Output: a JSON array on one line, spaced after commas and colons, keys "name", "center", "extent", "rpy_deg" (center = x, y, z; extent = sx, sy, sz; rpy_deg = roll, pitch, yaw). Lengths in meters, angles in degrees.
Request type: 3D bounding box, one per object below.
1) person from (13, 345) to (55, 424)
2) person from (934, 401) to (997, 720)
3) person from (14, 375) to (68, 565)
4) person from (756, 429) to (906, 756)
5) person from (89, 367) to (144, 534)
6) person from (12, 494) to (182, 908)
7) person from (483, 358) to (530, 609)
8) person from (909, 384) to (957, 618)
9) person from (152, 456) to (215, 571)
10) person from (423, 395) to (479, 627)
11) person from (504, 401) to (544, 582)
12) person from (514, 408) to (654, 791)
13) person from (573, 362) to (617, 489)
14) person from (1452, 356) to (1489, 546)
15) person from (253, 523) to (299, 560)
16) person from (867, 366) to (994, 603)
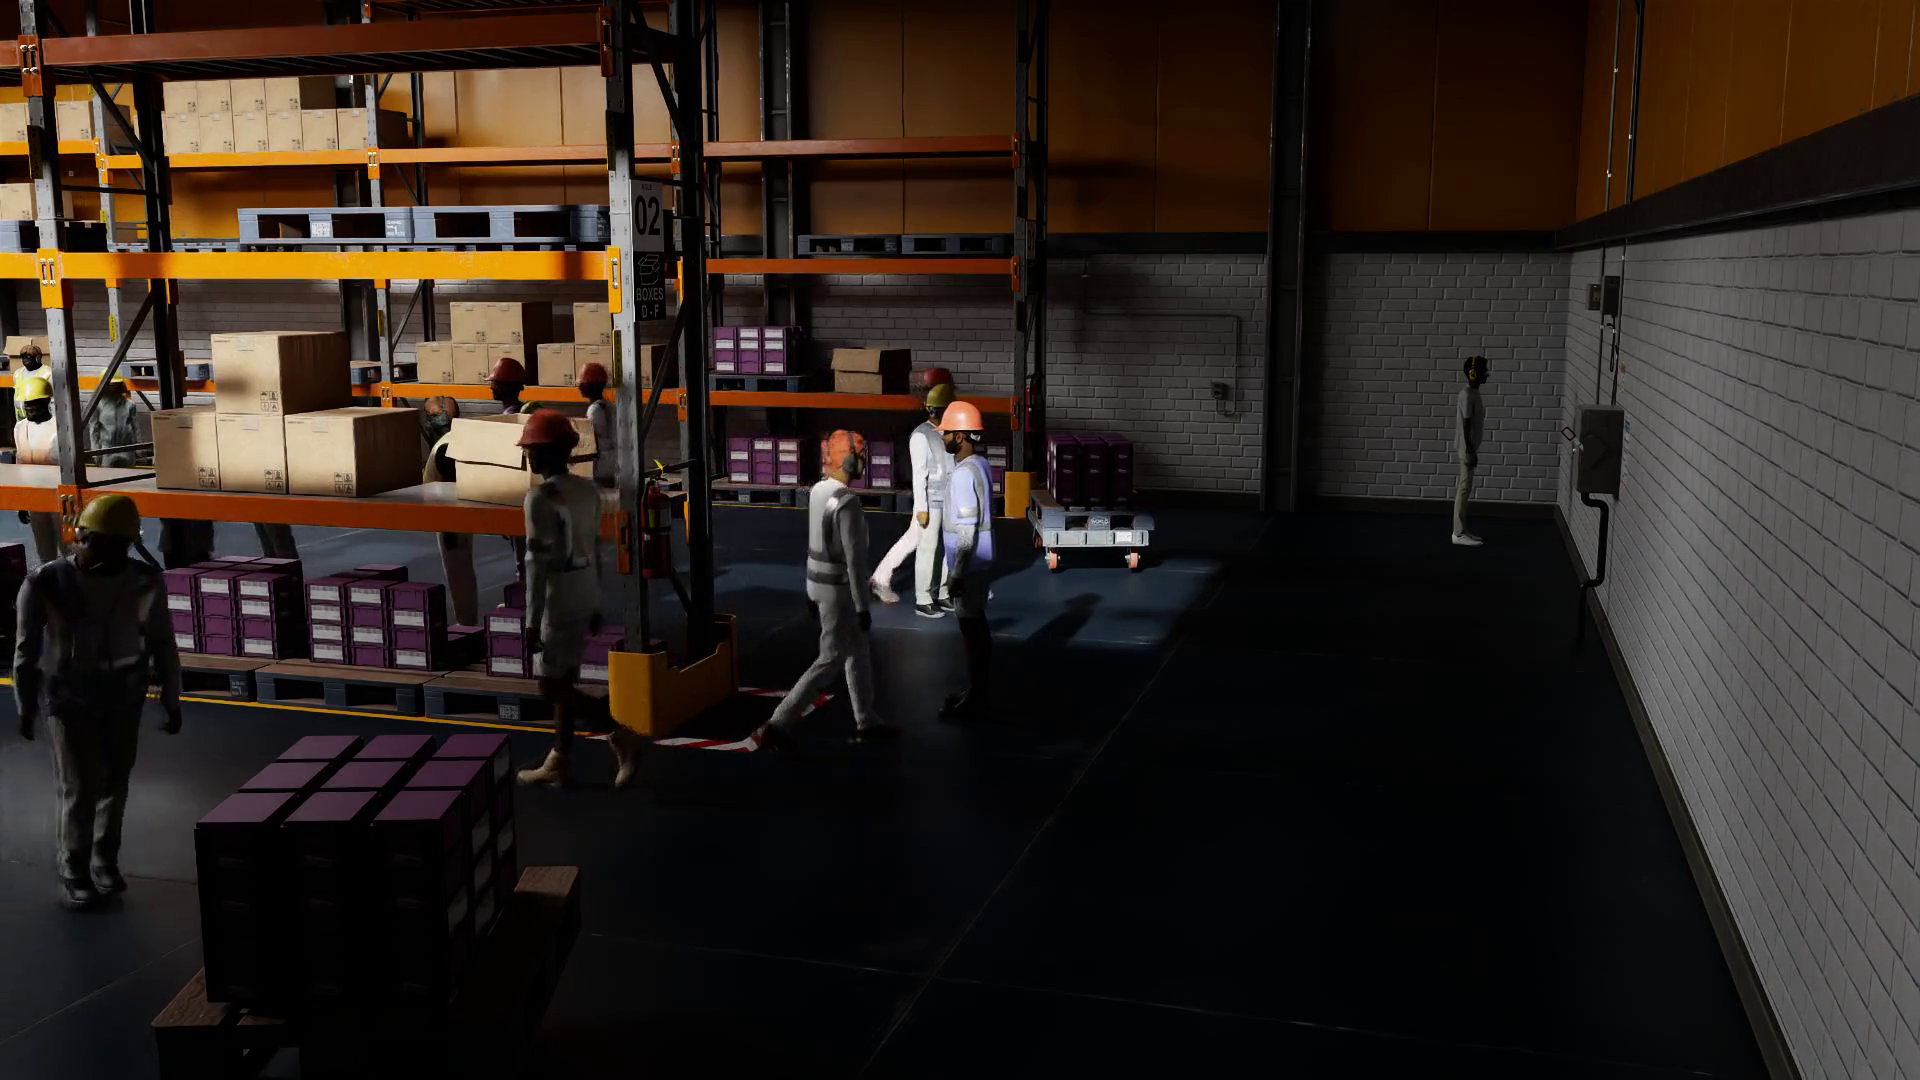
[{"name": "person", "center": [-10.935, -1.395, 19.715], "extent": [0.625, 1.837, 0.428], "rpy_deg": [3, 10, 16]}, {"name": "person", "center": [0.026, 0.126, 10.104], "extent": [0.376, 1.939, 0.547], "rpy_deg": [2, 10, 12]}, {"name": "person", "center": [-7.053, -0.315, 12.864], "extent": [0.588, 1.919, 0.395], "rpy_deg": [3, 10, 17]}, {"name": "person", "center": [-0.746, 0.298, 9.343], "extent": [0.891, 1.854, 0.582], "rpy_deg": [-4, 10, -21]}, {"name": "person", "center": [-8.569, -0.893, 16.911], "extent": [0.319, 1.742, 0.492], "rpy_deg": [7, 11, 35]}, {"name": "person", "center": [-3.704, 0.681, 7.165], "extent": [0.577, 1.787, 0.611], "rpy_deg": [9, 13, 43]}, {"name": "person", "center": [-3.480, -0.390, 12.924], "extent": [0.371, 2.046, 0.613], "rpy_deg": [-2, 9, -10]}, {"name": "person", "center": [-0.159, -0.314, 13.110], "extent": [0.403, 1.830, 0.601], "rpy_deg": [5, 11, 30]}, {"name": "person", "center": [-5.878, -0.176, 12.784], "extent": [0.606, 1.658, 0.541], "rpy_deg": [6, 11, 31]}, {"name": "person", "center": [-3.656, -0.121, 11.954], "extent": [0.430, 1.836, 0.629], "rpy_deg": [-2, 10, -13]}, {"name": "person", "center": [-3.109, -0.136, 12.226], "extent": [0.523, 1.769, 0.313], "rpy_deg": [-2, 10, -12]}, {"name": "person", "center": [-1.968, 0.334, 8.575], "extent": [0.734, 2.025, 0.619], "rpy_deg": [2, 10, 14]}, {"name": "person", "center": [-3.164, -0.637, 14.868], "extent": [0.884, 1.915, 0.546], "rpy_deg": [-1, 9, -9]}, {"name": "person", "center": [5.067, -0.886, 16.479], "extent": [0.328, 1.873, 0.517], "rpy_deg": [3, 10, 18]}, {"name": "person", "center": [-5.503, -0.386, 13.225], "extent": [0.376, 1.940, 0.629], "rpy_deg": [-9, 13, -43]}, {"name": "person", "center": [-0.279, -0.443, 13.573], "extent": [1.033, 1.952, 0.616], "rpy_deg": [0, 9, 1]}]
